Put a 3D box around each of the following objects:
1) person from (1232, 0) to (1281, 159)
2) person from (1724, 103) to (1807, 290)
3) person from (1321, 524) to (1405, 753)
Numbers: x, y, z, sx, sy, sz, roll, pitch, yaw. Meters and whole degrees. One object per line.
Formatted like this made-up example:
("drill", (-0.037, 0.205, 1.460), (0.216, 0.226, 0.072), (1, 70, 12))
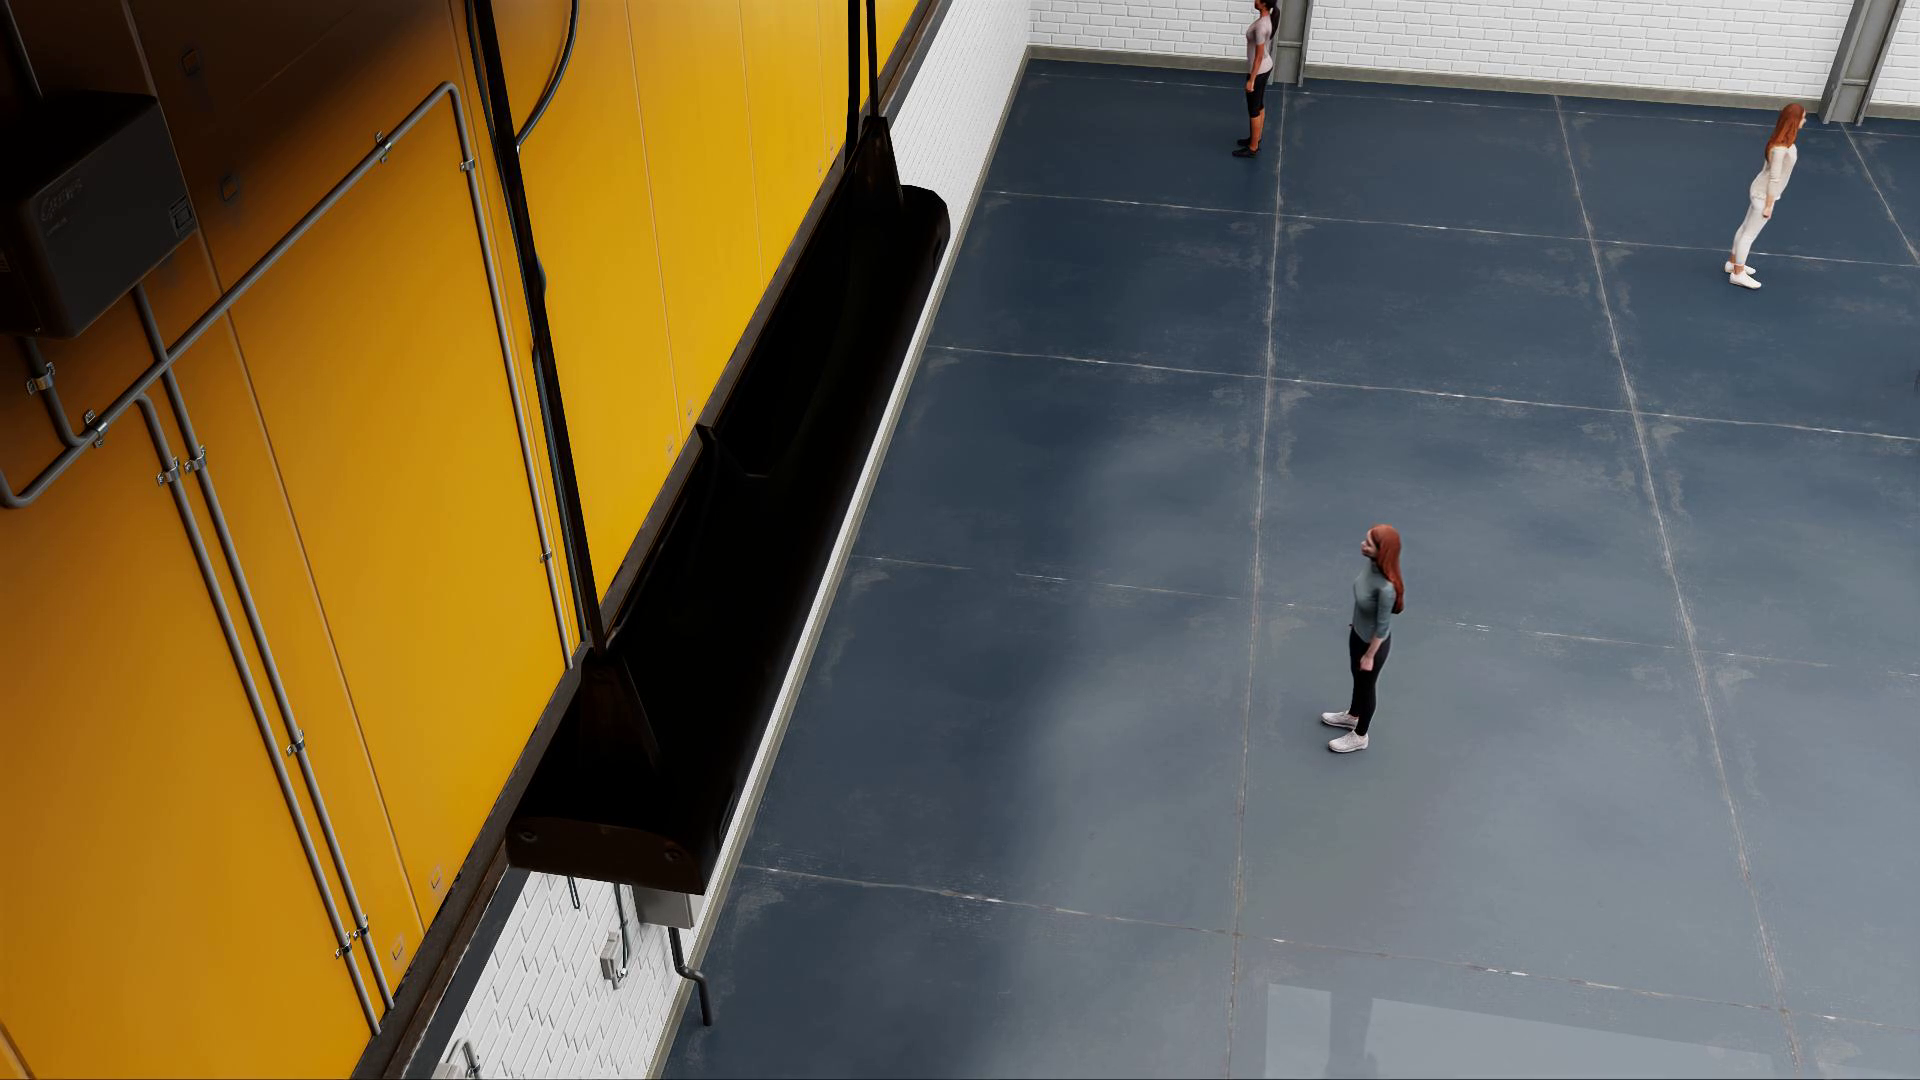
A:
("person", (3.060, -4.793, 17.038), (0.586, 1.748, 0.644), (13, 40, 15))
("person", (7.236, -3.118, 14.968), (0.596, 1.713, 0.639), (12, 40, 15))
("person", (2.520, 0.611, 10.276), (0.559, 1.742, 0.609), (2, 39, 2))
